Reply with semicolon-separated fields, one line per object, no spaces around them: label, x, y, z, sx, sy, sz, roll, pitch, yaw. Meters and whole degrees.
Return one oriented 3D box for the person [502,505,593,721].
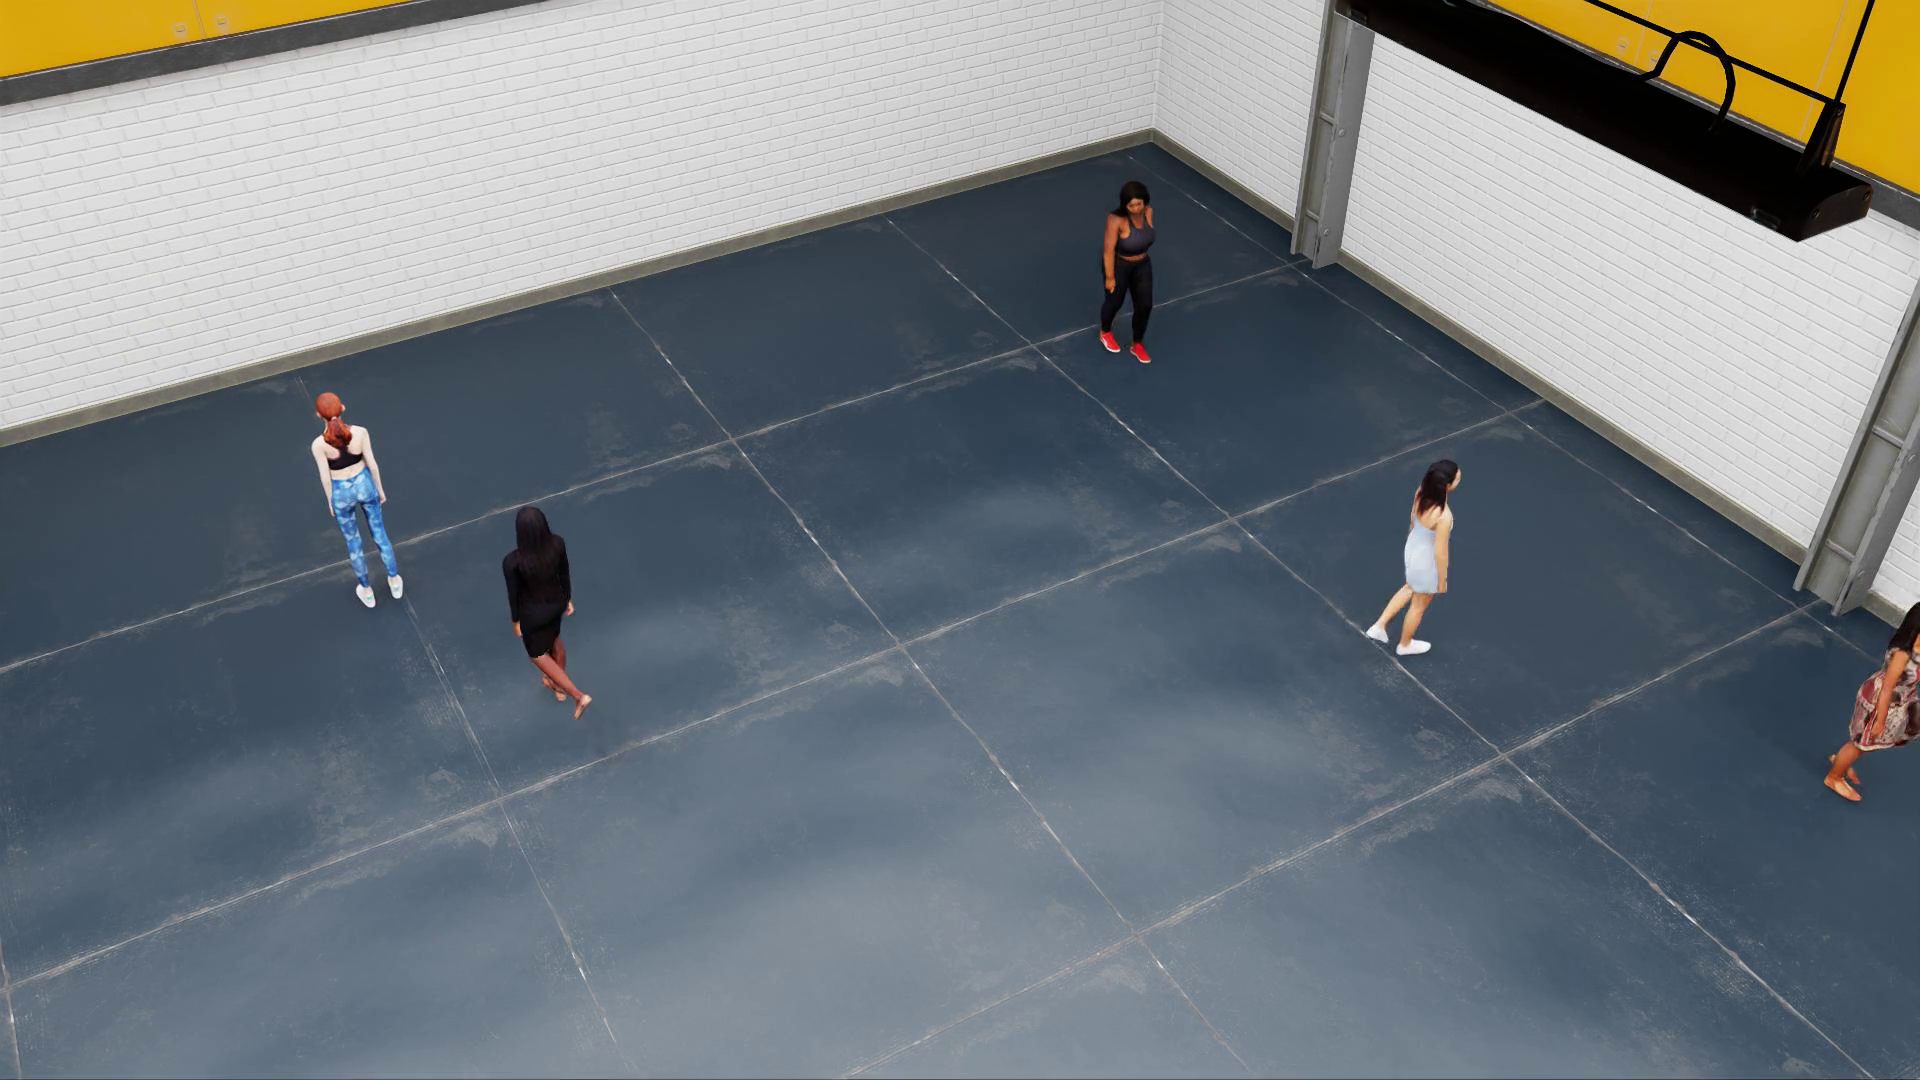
person;-2.718;0.514;11.028;0.998;1.704;0.789;30;47;32

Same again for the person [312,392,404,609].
person;-4.355;-0.293;11.973;0.563;1.786;0.576;-23;44;-26

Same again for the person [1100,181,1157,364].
person;1.442;-2.424;14.647;0.704;1.778;0.878;-22;44;-26

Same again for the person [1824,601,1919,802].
person;5.769;0.968;10.513;0.719;1.637;0.701;-31;48;-33

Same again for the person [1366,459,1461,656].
person;3.117;0.154;11.463;0.770;1.724;0.742;-10;40;-13
